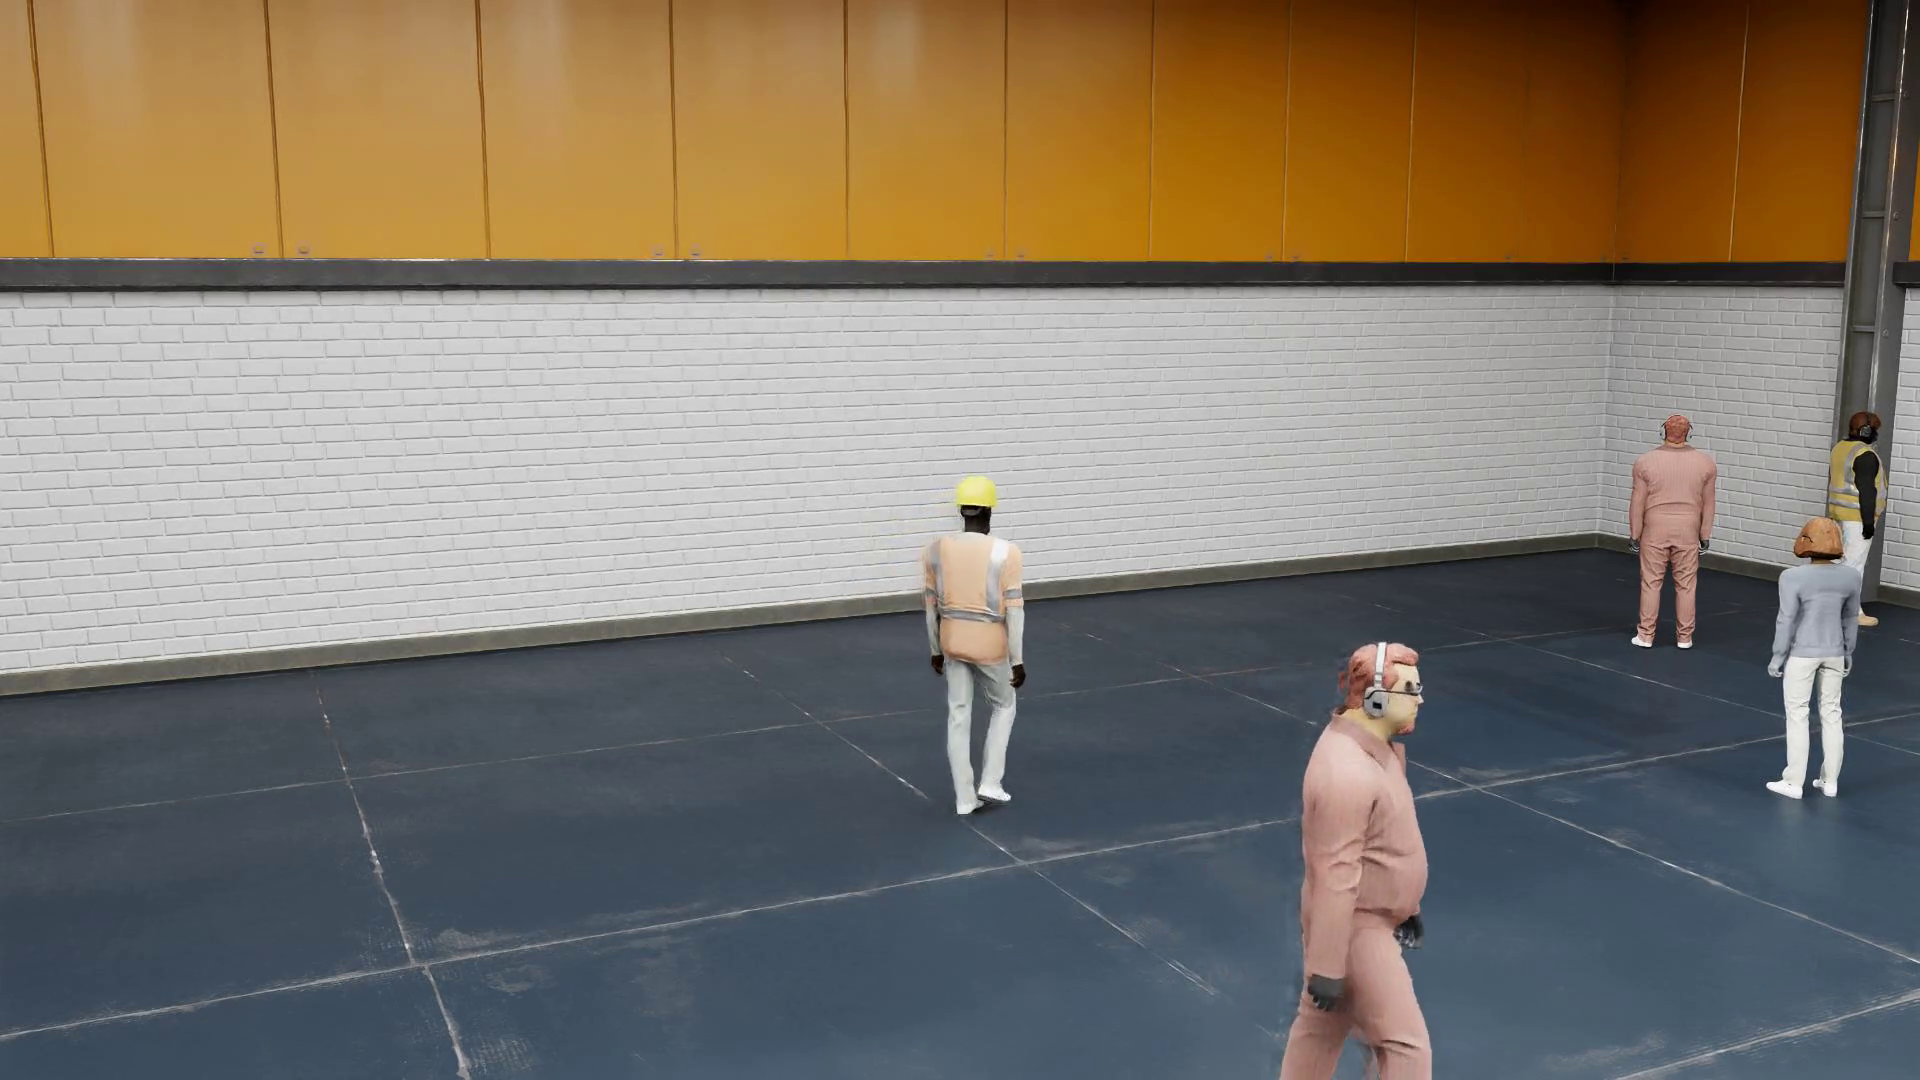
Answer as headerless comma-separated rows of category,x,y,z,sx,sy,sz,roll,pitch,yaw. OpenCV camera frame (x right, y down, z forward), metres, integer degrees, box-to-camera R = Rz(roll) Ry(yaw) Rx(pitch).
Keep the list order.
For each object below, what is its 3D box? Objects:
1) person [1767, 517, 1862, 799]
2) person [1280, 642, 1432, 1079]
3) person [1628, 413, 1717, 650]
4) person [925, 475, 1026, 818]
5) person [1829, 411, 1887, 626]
person,4.924,0.681,9.606,0.507,1.631,0.266,-1,9,-7
person,1.395,1.252,5.332,0.858,1.872,0.654,2,9,15
person,5.702,-0.061,13.365,0.642,1.908,0.407,2,9,12
person,0.107,0.587,9.316,0.623,1.907,0.533,4,10,22
person,7.753,-0.191,14.385,0.429,1.842,0.631,1,9,4
